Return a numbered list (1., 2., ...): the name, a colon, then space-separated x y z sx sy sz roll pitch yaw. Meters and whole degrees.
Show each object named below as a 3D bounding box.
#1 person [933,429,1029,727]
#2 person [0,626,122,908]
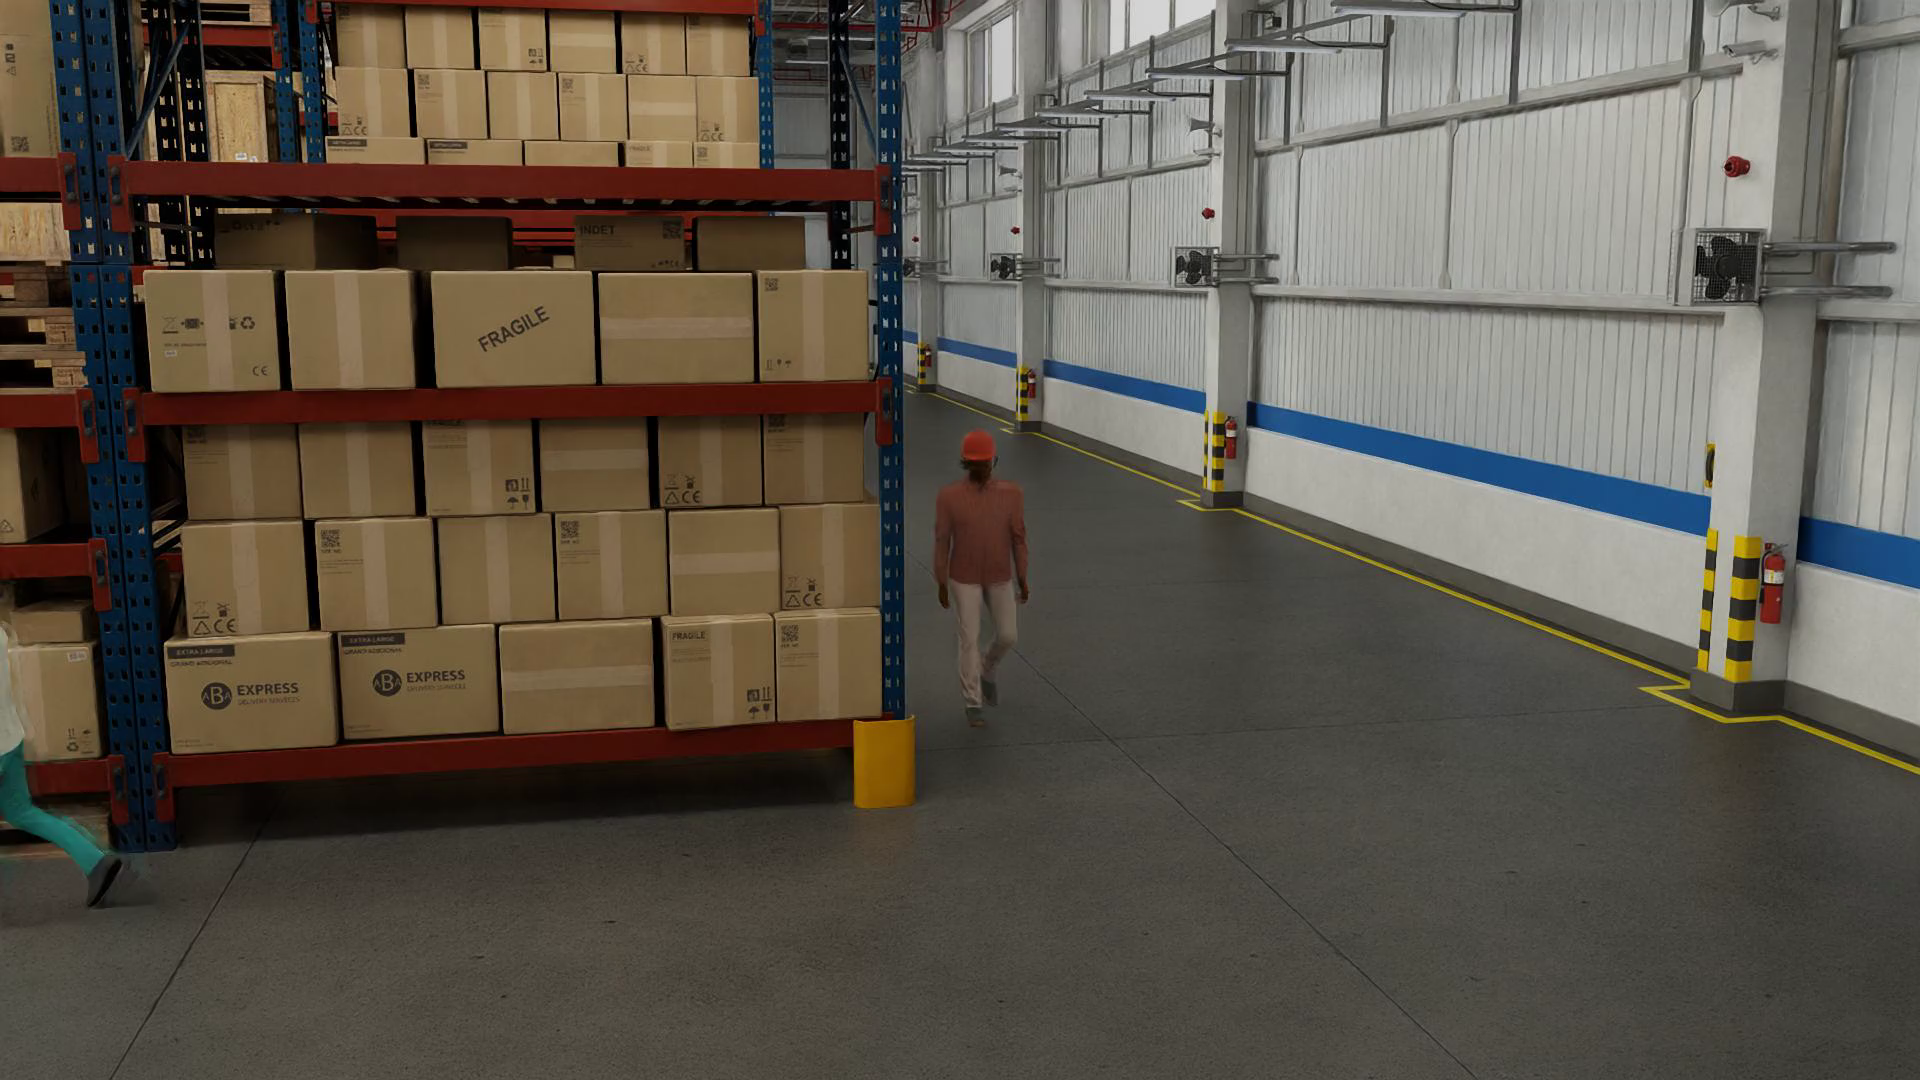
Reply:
1. person: 0.136 0.238 11.084 0.645 1.977 0.490 -2 10 -12
2. person: -4.369 0.929 7.630 0.795 1.739 0.532 -3 10 -17
